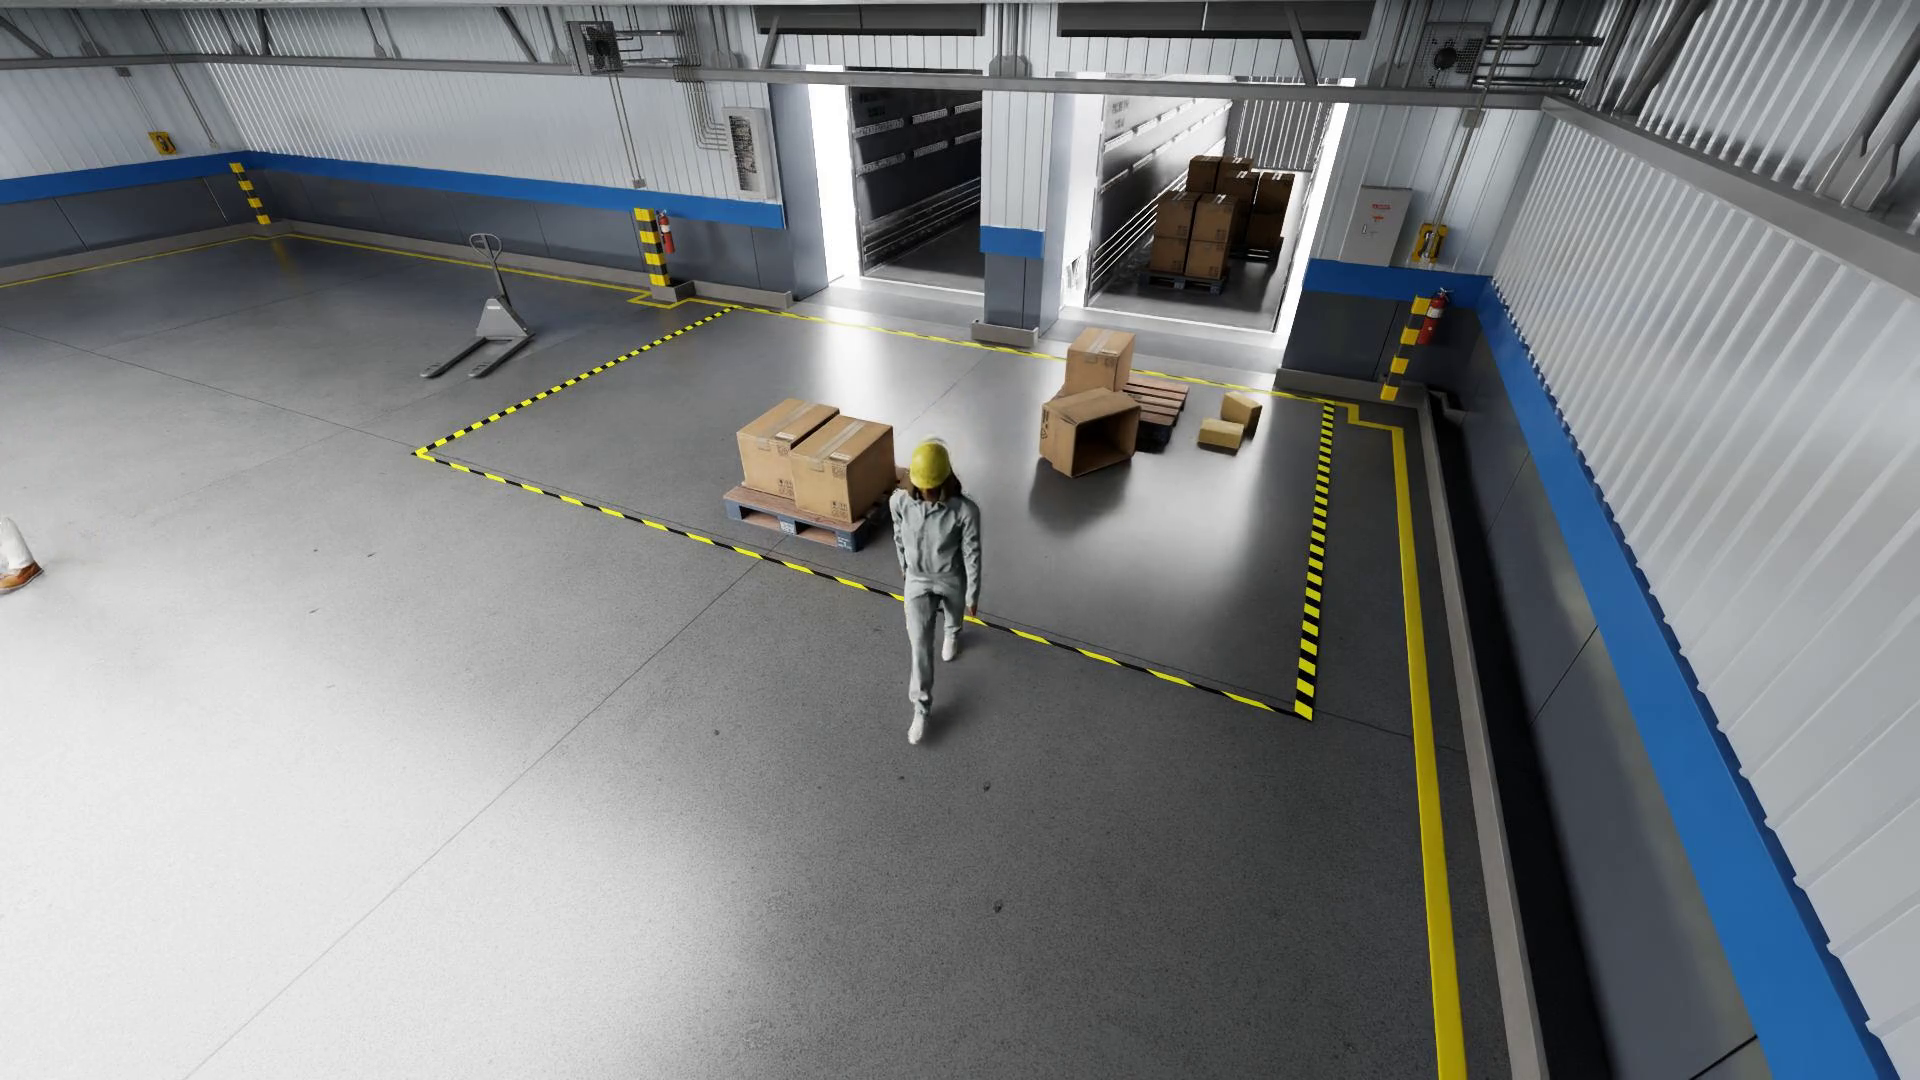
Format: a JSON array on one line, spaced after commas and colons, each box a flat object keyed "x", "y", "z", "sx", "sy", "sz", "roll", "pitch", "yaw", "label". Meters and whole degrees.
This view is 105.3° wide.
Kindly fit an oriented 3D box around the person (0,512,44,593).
[{"x": -6.688, "y": -0.487, "z": 4.734, "sx": 0.644, "sy": 1.921, "sz": 0.421, "roll": -14, "pitch": 38, "yaw": -19, "label": "person"}]

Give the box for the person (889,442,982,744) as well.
[{"x": -0.127, "y": 0.216, "z": 3.923, "sx": 0.496, "sy": 1.673, "sz": 0.969, "roll": 6, "pitch": 36, "yaw": 8, "label": "person"}]

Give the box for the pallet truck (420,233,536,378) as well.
[{"x": -5.664, "y": -2.712, "z": 8.427, "sx": 0.680, "sy": 1.201, "sz": 1.601, "roll": 0, "pitch": 35, "yaw": -1, "label": "pallet truck"}]
